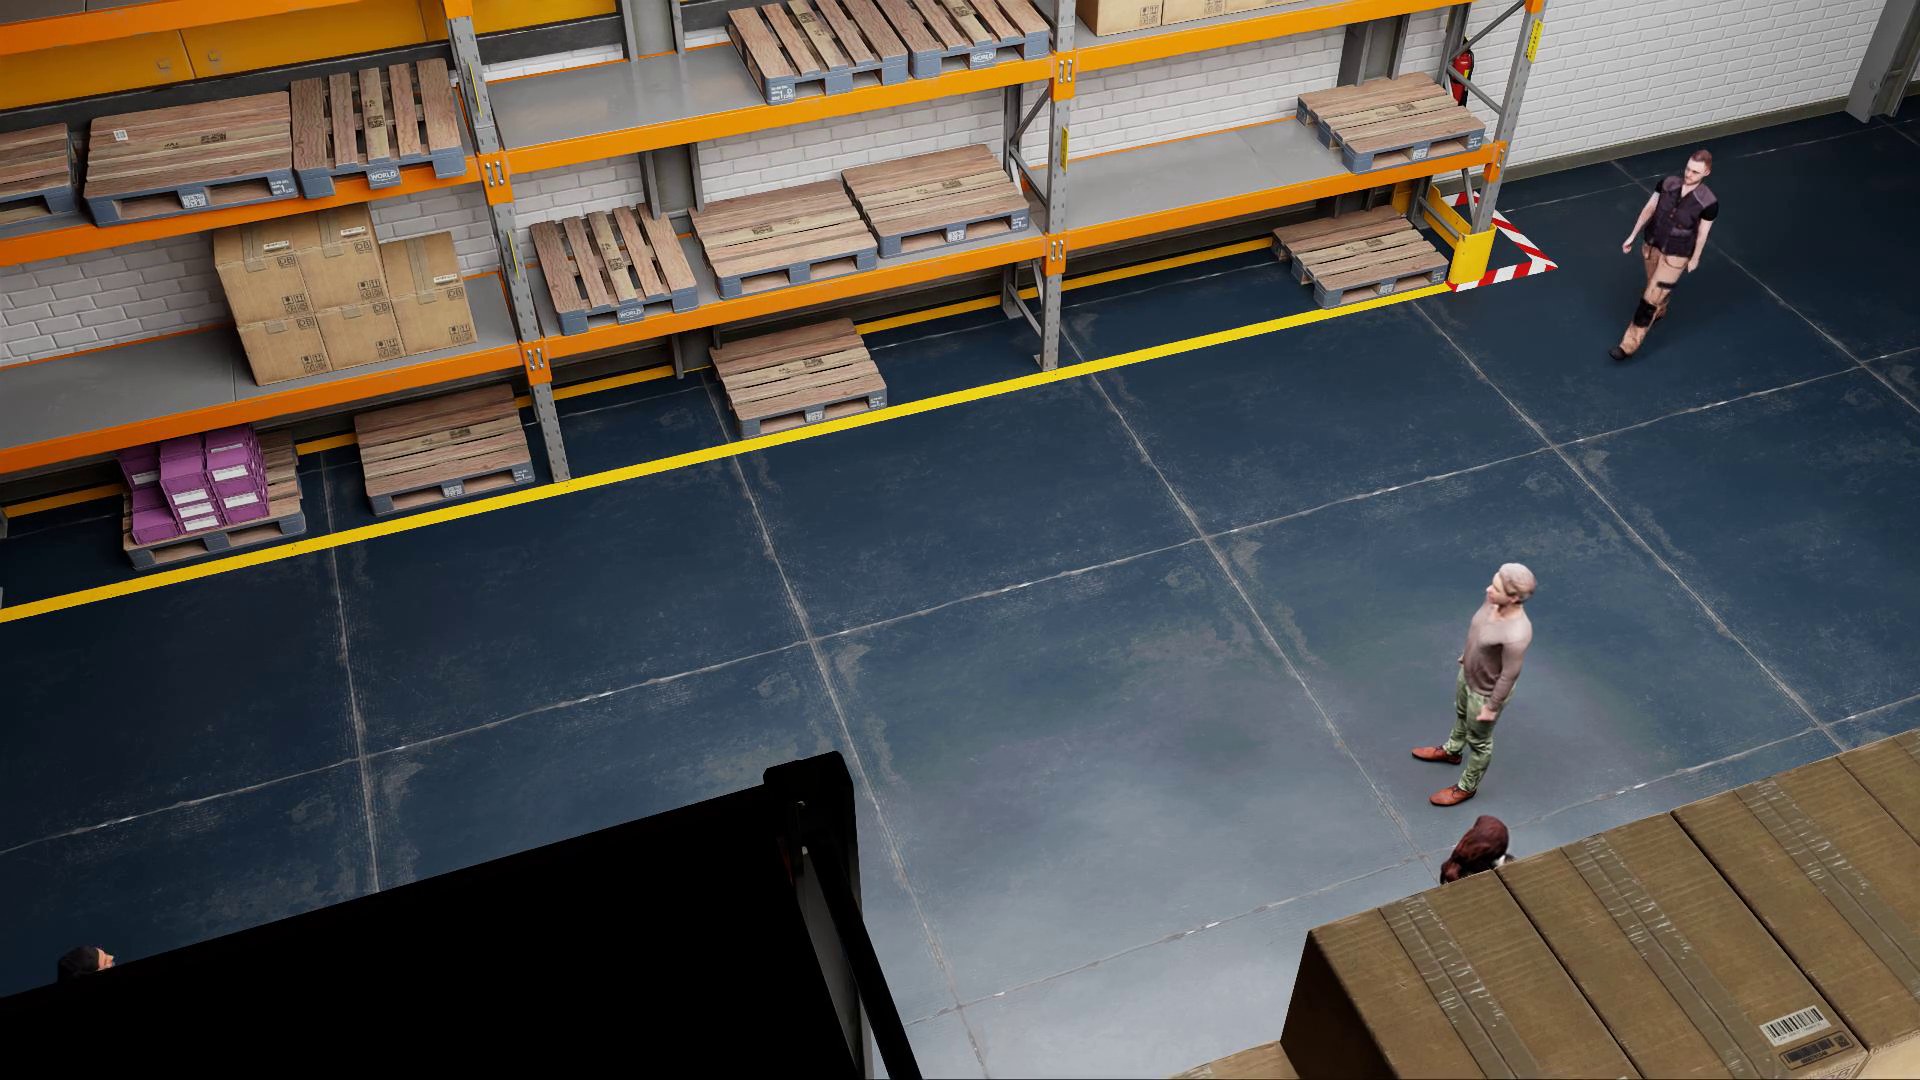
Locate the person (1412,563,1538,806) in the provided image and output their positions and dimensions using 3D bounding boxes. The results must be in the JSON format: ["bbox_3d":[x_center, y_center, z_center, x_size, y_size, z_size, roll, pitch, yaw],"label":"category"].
[{"bbox_3d":[3.130,0.839,9.915,0.695,1.874,0.742,-3,44,-3],"label":"person"}]

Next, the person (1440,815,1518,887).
[{"bbox_3d":[2.604,2.043,8.707,0.420,1.795,0.645,-15,46,-15],"label":"person"}]

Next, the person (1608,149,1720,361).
[{"bbox_3d":[5.723,-2.350,13.326,1.253,1.785,0.892,-24,49,-23],"label":"person"}]
